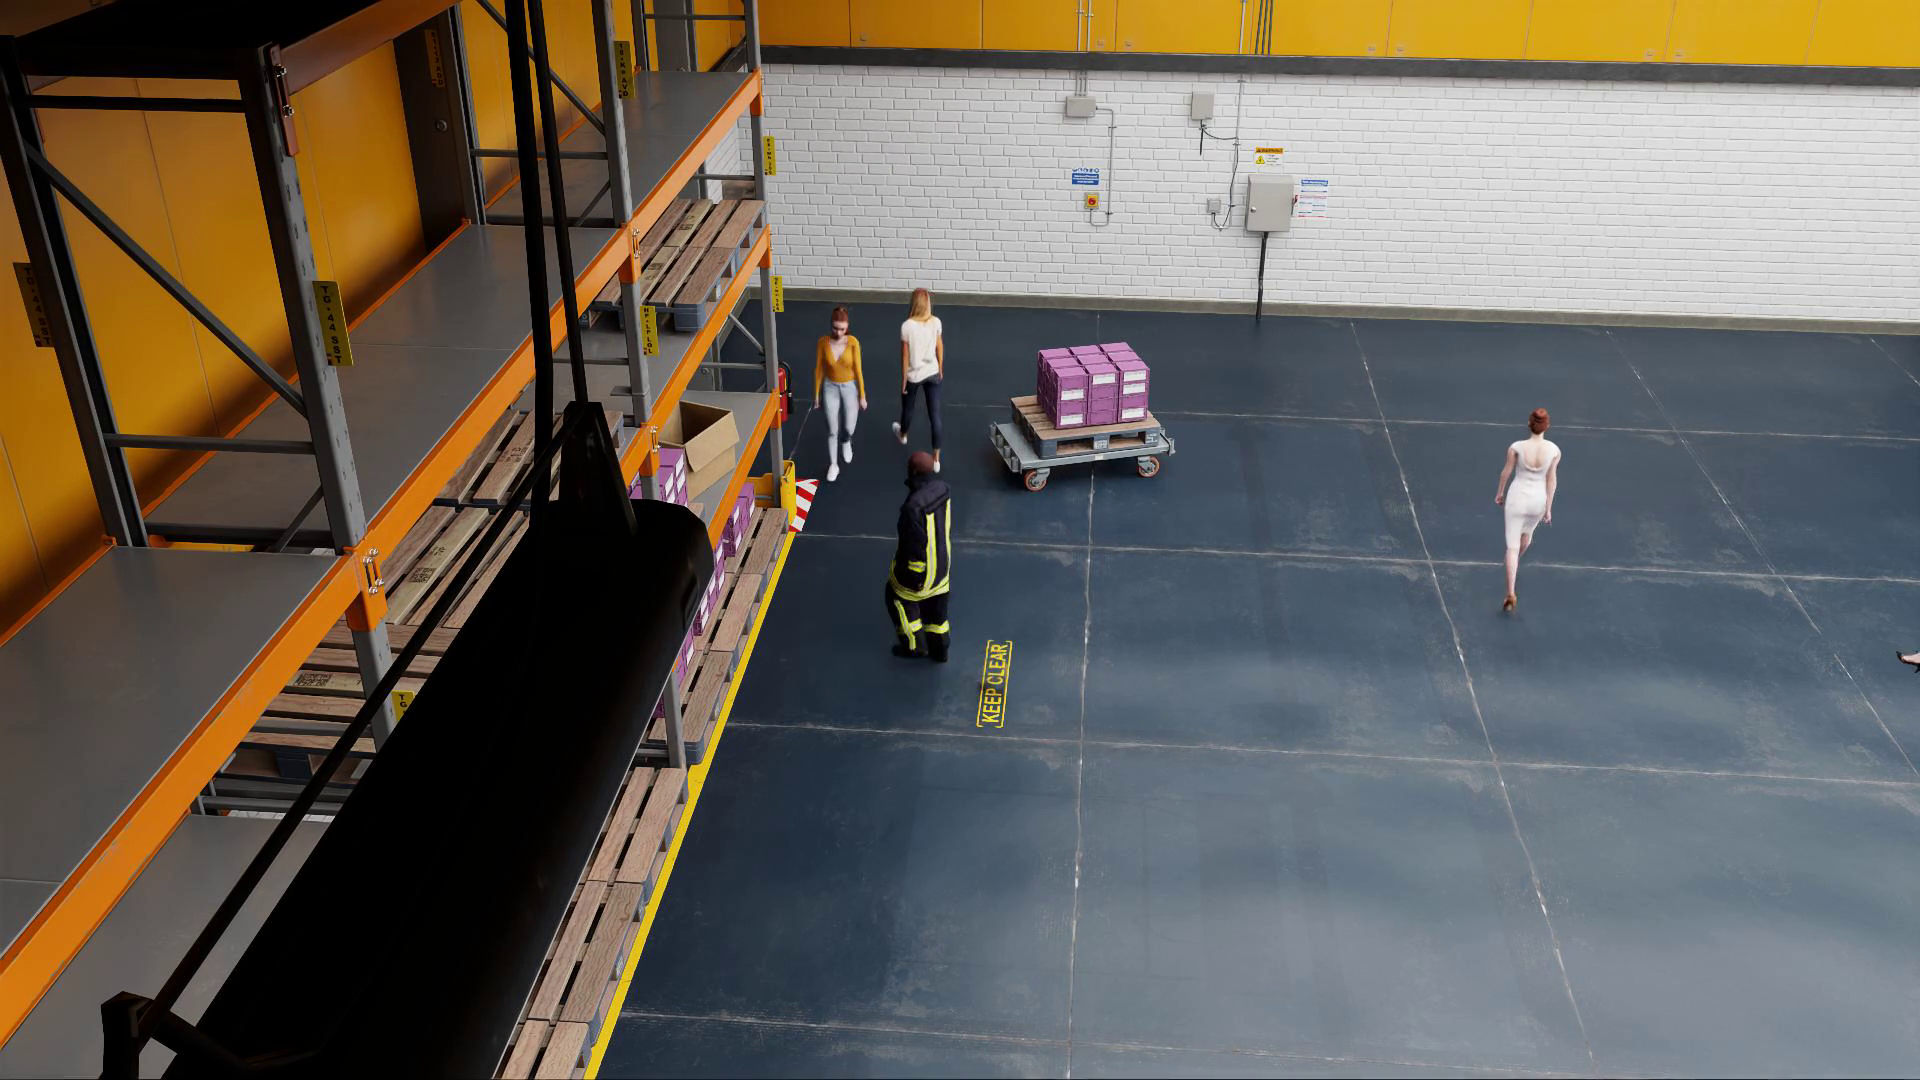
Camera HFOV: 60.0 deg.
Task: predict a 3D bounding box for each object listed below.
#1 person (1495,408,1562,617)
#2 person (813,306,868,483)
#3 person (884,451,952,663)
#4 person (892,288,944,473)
[{"bbox_3d":[4.603,-0.202,13.581,0.694,1.743,1.126,6,29,12],"label":"person"},{"bbox_3d":[-1.122,-1.416,15.803,0.687,1.747,0.755,3,29,5],"label":"person"},{"bbox_3d":[-0.204,0.152,12.865,0.973,1.808,0.900,20,34,32],"label":"person"},{"bbox_3d":[-0.325,-1.494,15.919,0.971,1.773,1.225,-11,30,-19],"label":"person"}]
